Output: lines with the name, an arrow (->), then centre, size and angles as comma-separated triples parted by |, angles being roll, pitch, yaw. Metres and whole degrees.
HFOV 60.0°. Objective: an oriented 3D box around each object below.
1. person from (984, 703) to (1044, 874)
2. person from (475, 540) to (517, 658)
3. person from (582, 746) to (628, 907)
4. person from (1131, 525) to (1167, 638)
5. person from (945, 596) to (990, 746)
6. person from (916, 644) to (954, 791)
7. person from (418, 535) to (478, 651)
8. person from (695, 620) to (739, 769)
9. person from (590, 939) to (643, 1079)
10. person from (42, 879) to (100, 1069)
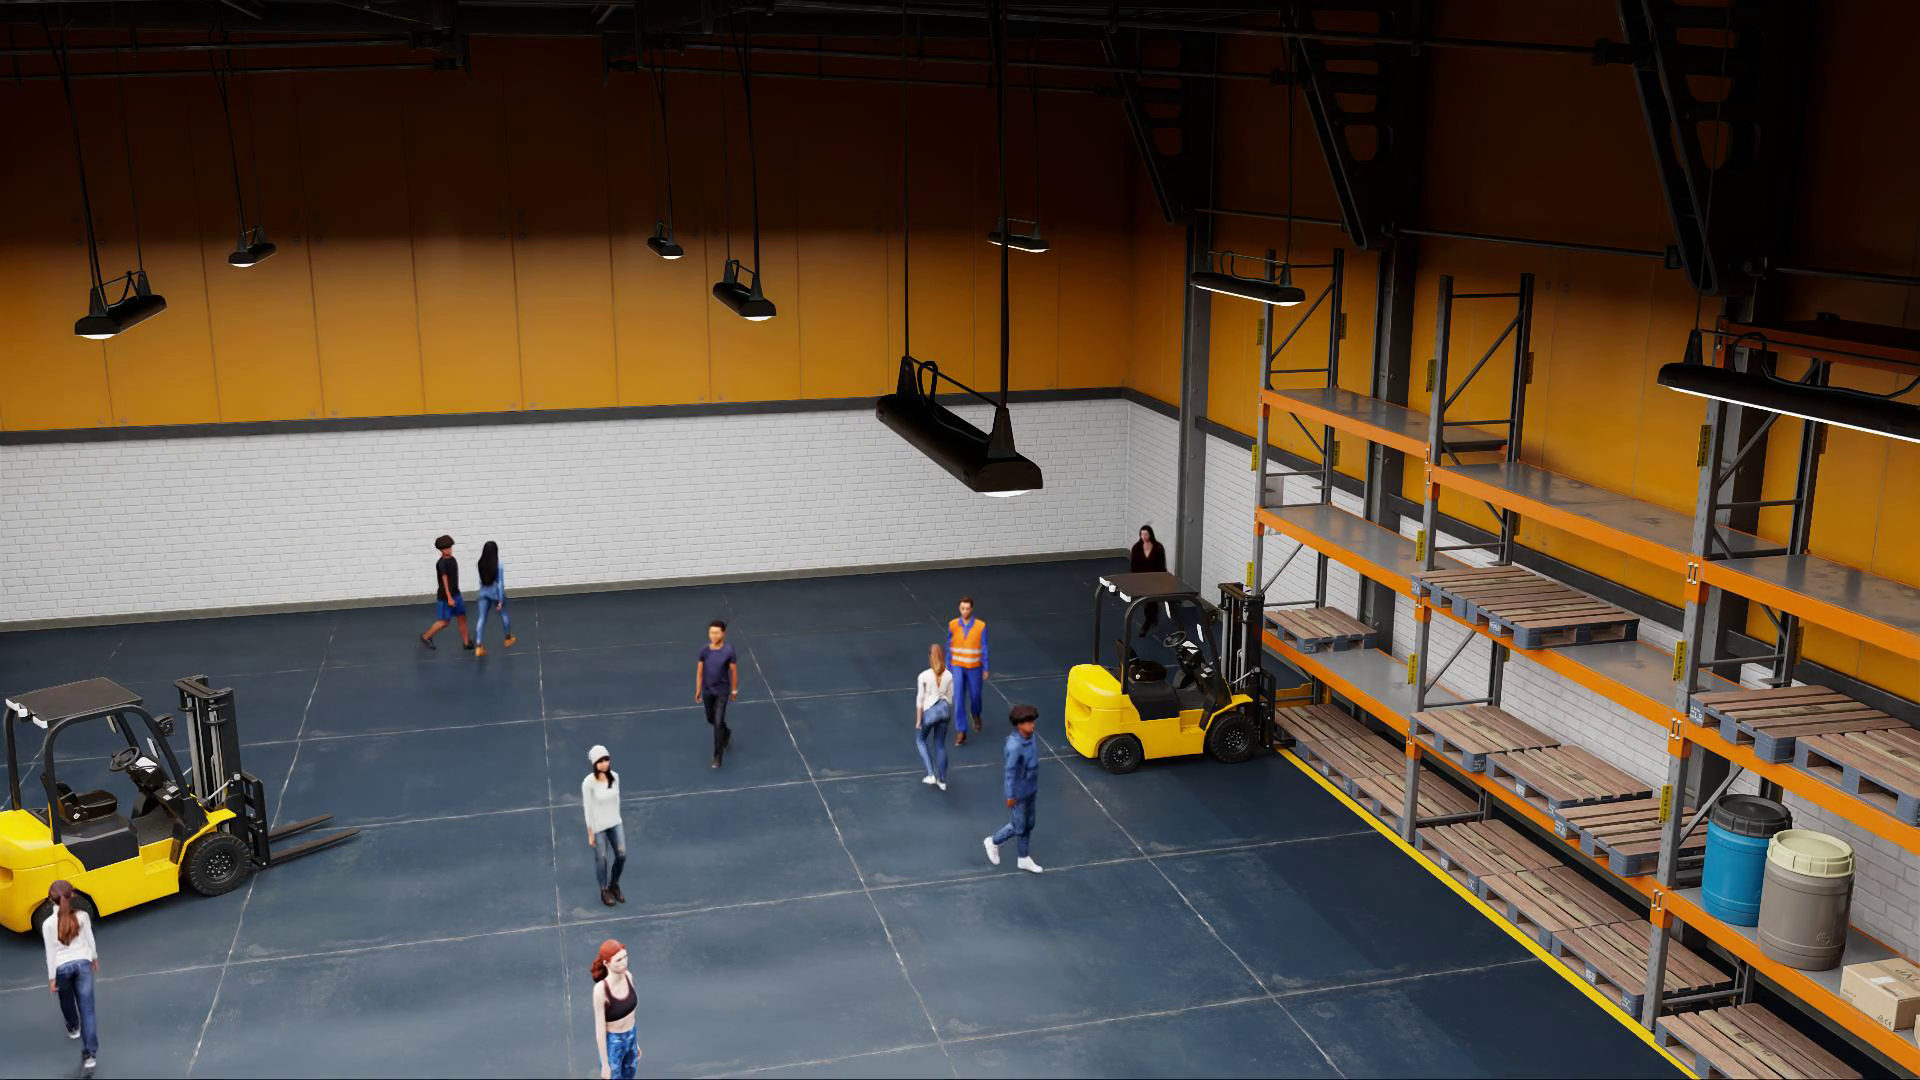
person -> 0.553, 2.512, 16.923 | 1.003, 1.794, 0.941 | 8, 16, 30
person -> -6.795, 0.887, 23.921 | 0.967, 1.658, 1.294 | 3, 14, 11
person -> -3.505, 2.771, 16.196 | 0.671, 1.633, 0.703 | -11, 17, -37
person -> 2.896, 0.608, 25.035 | 1.142, 1.676, 1.266 | 5, 14, 20
person -> 0.089, 1.579, 20.642 | 0.899, 1.856, 1.044 | 1, 14, 6
person -> -0.253, 2.053, 19.000 | 0.703, 1.709, 0.666 | -7, 15, -25
person -> -7.477, 0.806, 24.041 | 0.980, 1.759, 1.120 | 2, 14, 8
person -> -2.895, 1.797, 19.943 | 0.998, 1.761, 1.214 | 3, 14, 14
person -> -2.463, 3.712, 11.990 | 0.749, 1.784, 0.684 | 7, 15, 25
person -> -7.128, 3.518, 13.384 | 0.740, 1.504, 1.187 | -8, 16, -30
